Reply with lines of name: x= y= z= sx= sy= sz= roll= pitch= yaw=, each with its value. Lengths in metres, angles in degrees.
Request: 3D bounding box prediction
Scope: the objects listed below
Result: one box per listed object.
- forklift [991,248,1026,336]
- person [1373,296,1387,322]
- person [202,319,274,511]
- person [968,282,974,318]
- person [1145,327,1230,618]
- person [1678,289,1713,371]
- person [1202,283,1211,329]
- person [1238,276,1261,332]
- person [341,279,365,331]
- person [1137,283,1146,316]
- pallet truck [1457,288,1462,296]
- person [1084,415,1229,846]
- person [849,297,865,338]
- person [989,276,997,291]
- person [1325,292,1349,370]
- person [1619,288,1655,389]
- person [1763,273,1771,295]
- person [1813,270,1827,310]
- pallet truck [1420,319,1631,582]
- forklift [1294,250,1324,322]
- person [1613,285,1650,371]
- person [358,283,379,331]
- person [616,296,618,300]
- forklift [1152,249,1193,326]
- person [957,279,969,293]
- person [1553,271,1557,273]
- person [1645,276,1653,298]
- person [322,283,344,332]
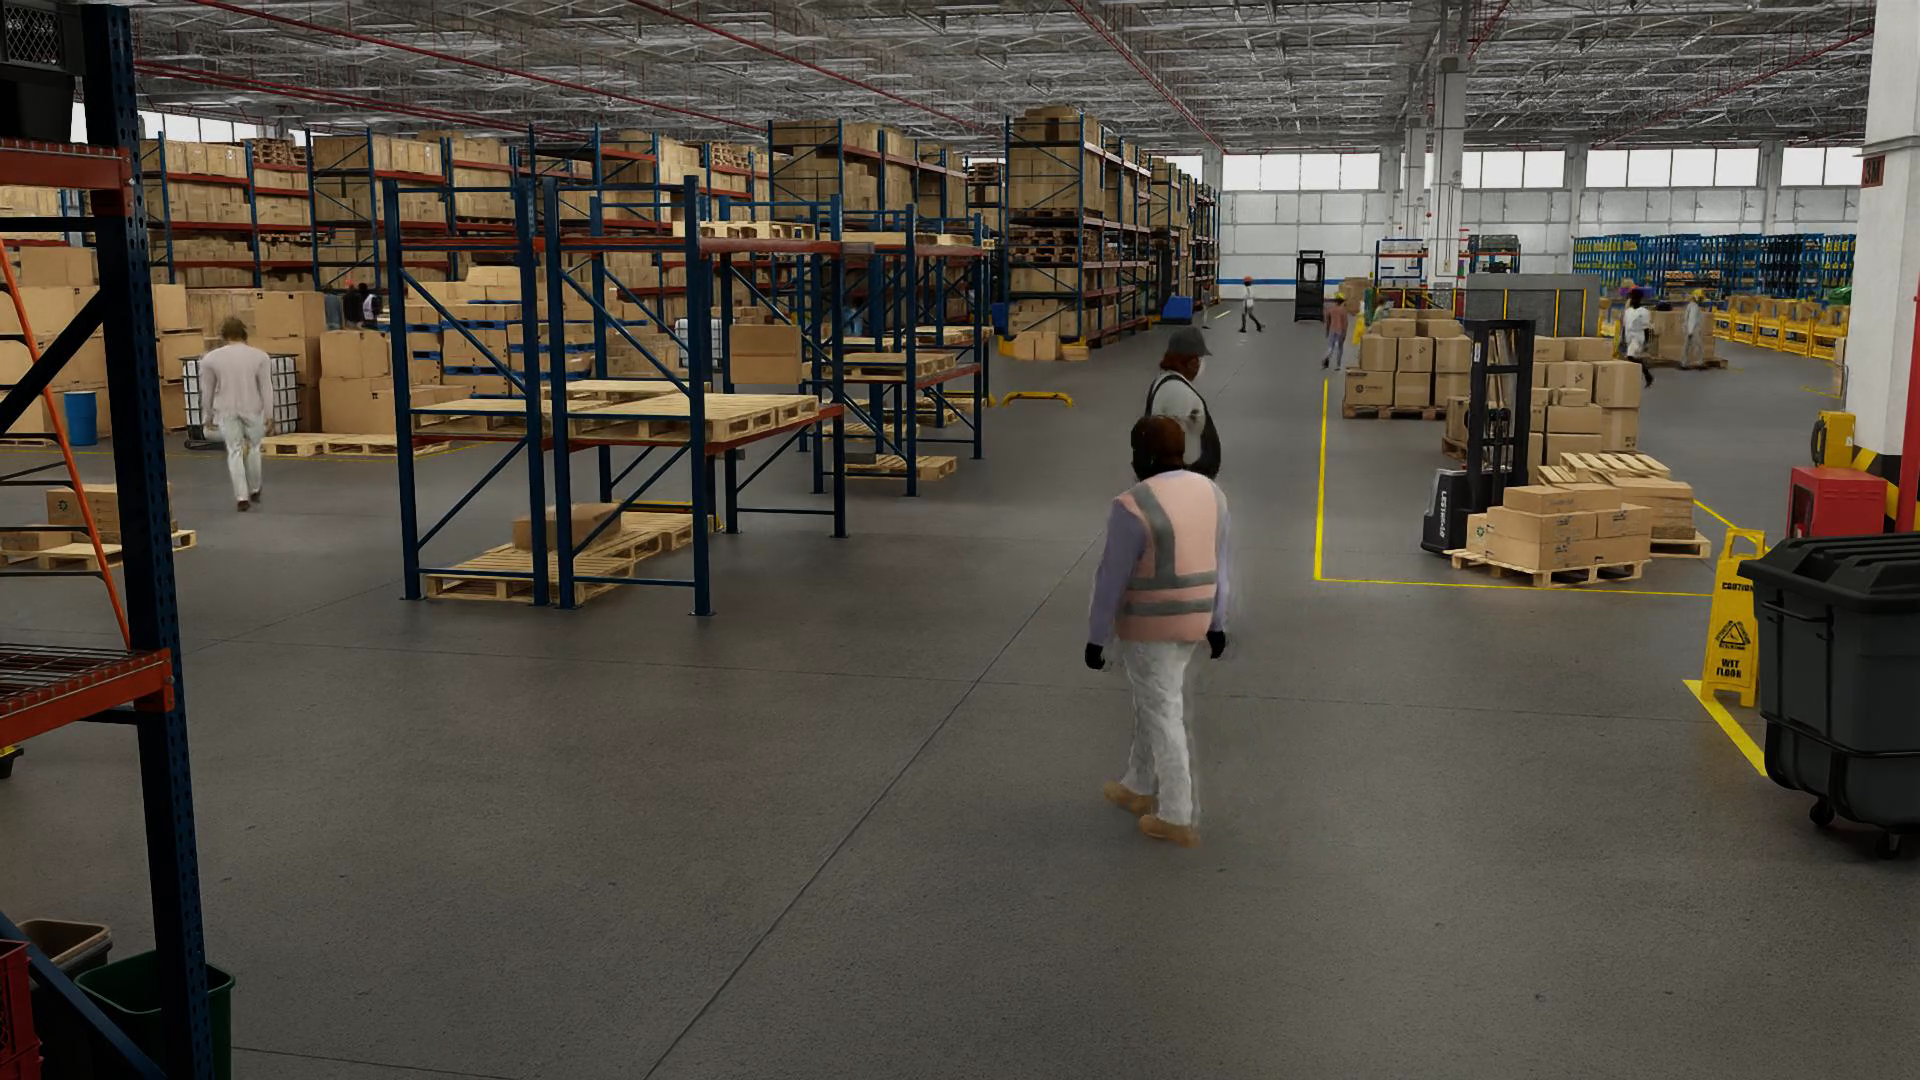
forklift: x=1.664 y=-7.985 z=53.491 sx=1.129 sy=2.768 sz=1.873 roll=2 pitch=10 yaw=12
person: x=10.035 y=-5.010 z=39.674 sx=0.879 sy=1.583 sz=0.531 roll=3 pitch=10 yaw=16
person: x=-7.204 y=-1.259 z=16.609 sx=0.651 sy=1.884 sz=1.012 roll=-4 pitch=10 yaw=-23
person: x=0.471 y=-8.637 z=60.954 sx=0.549 sy=1.644 sz=0.888 roll=-4 pitch=10 yaw=-22
person: x=1.582 y=-0.473 z=11.487 sx=0.760 sy=2.000 sz=0.690 roll=-1 pitch=10 yaw=-9
person: x=16.384 y=-4.645 z=36.892 sx=0.821 sy=1.796 sz=0.594 roll=2 pitch=10 yaw=14
person: x=8.780 y=-8.328 z=59.207 sx=0.283 sy=1.633 sz=0.497 roll=0 pitch=10 yaw=2
person: x=9.799 y=-7.953 z=56.171 sx=0.558 sy=1.915 sz=0.746 roll=-9 pitch=13 yaw=-43
person: x=-15.214 y=-5.525 z=41.600 sx=0.431 sy=1.976 sz=0.627 roll=5 pitch=11 yaw=27
person: x=6.463 y=-8.328 z=59.221 sx=0.352 sy=1.617 sz=0.530 roll=5 pitch=11 yaw=26
pallet truck: x=20.506 y=-9.785 z=68.819 sx=0.653 sy=1.274 sz=1.630 roll=2 pitch=10 yaw=12
person: x=0.767 y=0.366 z=7.170 sx=0.661 sy=1.814 sz=0.784 roll=-8 pitch=13 yaw=-40
person: x=-2.411 y=-4.709 z=37.778 sx=0.894 sy=1.633 sz=0.585 roll=0 pitch=10 yaw=2
person: x=1.908 y=-13.965 z=92.044 sx=0.626 sy=1.813 sz=0.568 roll=1 pitch=10 yaw=6
person: x=8.407 y=-4.662 z=37.130 sx=0.539 sy=1.747 sz=0.457 roll=7 pitch=12 yaw=37
person: x=12.780 y=-3.768 z=31.314 sx=0.782 sy=1.942 sz=0.607 roll=-1 pitch=10 yaw=-9
person: x=39.257 y=-12.092 z=80.917 sx=0.567 sy=1.828 sz=0.572 roll=3 pitch=10 yaw=20
person: x=41.290 y=-12.006 z=80.048 sx=0.973 sy=1.961 sz=0.632 roll=0 pitch=10 yaw=1
pallet truck: x=4.543 y=-0.757 z=13.299 sx=0.823 sy=1.965 sz=1.885 roll=-4 pitch=10 yaw=-22
forklift: x=13.778 y=-10.002 z=65.433 sx=1.129 sy=2.768 sz=1.873 roll=2 pitch=10 yaw=12
person: x=14.895 y=-4.725 z=37.070 sx=0.948 sy=1.905 sz=0.549 roll=4 pitch=11 yaw=24
person: x=-14.875 y=-5.520 z=41.835 sx=0.604 sy=1.880 sz=0.639 roll=8 pitch=12 yaw=38
person: x=-8.512 y=-5.255 z=41.018 sx=0.528 sy=1.630 sz=0.321 roll=1 pitch=10 yaw=4
forklift: x=7.646 y=-9.320 z=61.395 sx=1.873 sy=2.768 sz=1.129 roll=2 pitch=10 yaw=11
person: x=0.104 y=-11.716 z=78.808 sx=0.644 sy=1.795 sz=0.953 roll=2 pitch=10 yaw=14
person: x=31.065 y=-13.117 z=86.964 sx=0.590 sy=1.837 sz=0.404 roll=9 pitch=13 yaw=43
person: x=29.412 y=-10.385 z=71.026 sx=0.378 sy=1.750 sz=0.535 roll=2 pitch=10 yaw=14
person: x=-14.572 y=-4.975 z=38.481 sx=0.630 sy=1.931 sz=0.366 roll=-7 pitch=12 yaw=-34
